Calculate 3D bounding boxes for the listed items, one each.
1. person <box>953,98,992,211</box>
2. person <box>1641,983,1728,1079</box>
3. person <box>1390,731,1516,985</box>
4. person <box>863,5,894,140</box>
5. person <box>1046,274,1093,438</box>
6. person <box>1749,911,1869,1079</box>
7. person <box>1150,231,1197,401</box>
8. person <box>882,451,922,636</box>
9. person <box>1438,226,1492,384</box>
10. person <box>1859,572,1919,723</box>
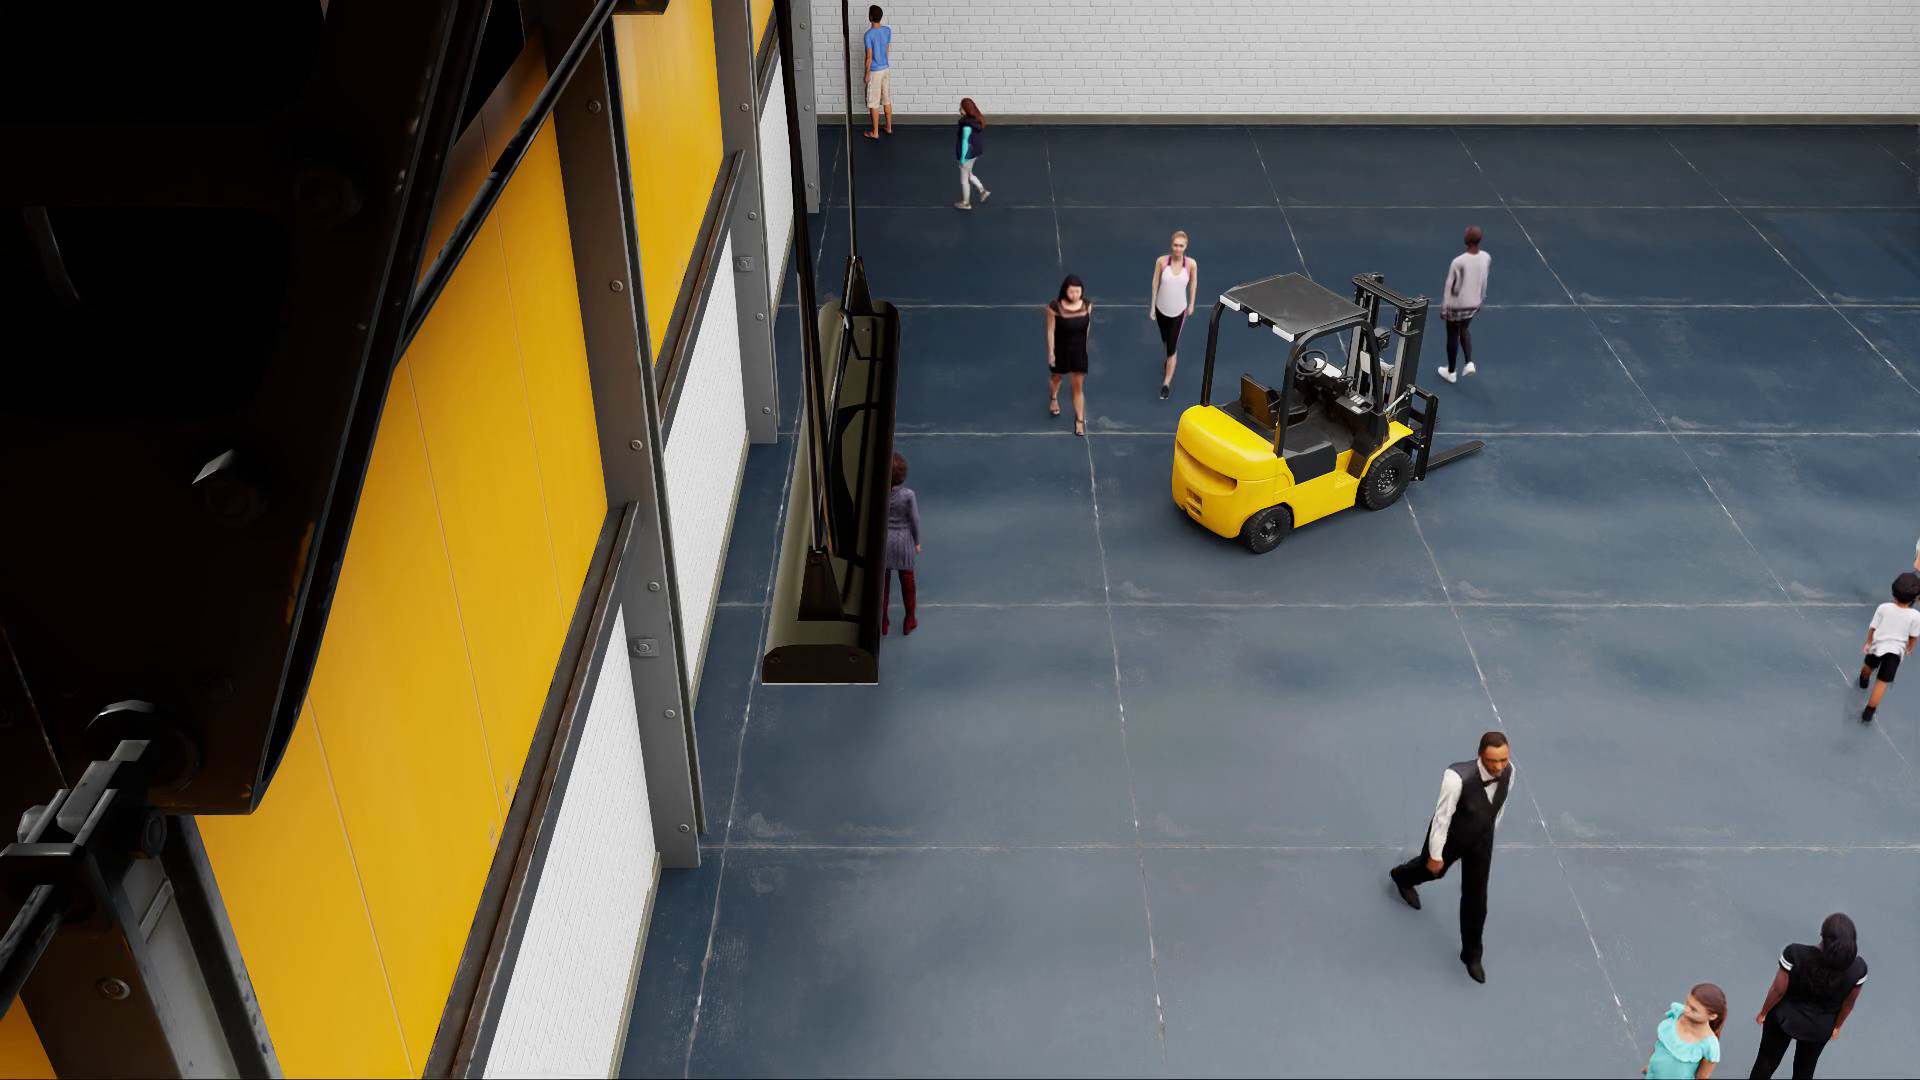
[{"bbox_3d":[0.164,-5.012,21.586,0.726,1.496,0.715,8,34,11],"label":"person"},{"bbox_3d":[4.033,3.057,9.390,0.666,1.557,0.556,-9,35,-13],"label":"person"},{"bbox_3d":[3.226,1.874,10.886,0.976,1.873,1.383,-11,35,-16],"label":"person"},{"bbox_3d":[-1.173,-6.709,23.806,0.786,1.864,0.720,28,43,35],"label":"person"},{"bbox_3d":[1.044,-1.912,16.765,0.797,1.671,1.107,-7,34,-10],"label":"person"},{"bbox_3d":[4.881,2.785,9.647,0.675,1.726,0.676,9,35,13],"label":"person"},{"bbox_3d":[2.224,-2.442,17.492,0.830,1.748,1.216,9,35,13],"label":"person"},{"bbox_3d":[-0.550,0.037,13.798,0.609,1.708,0.543,4,34,5],"label":"person"},{"bbox_3d":[5.338,-2.430,17.461,0.742,1.762,0.819,-10,35,-14],"label":"person"},{"bbox_3d":[7.255,0.861,12.996,0.799,1.223,0.945,21,39,28],"label":"person"}]
